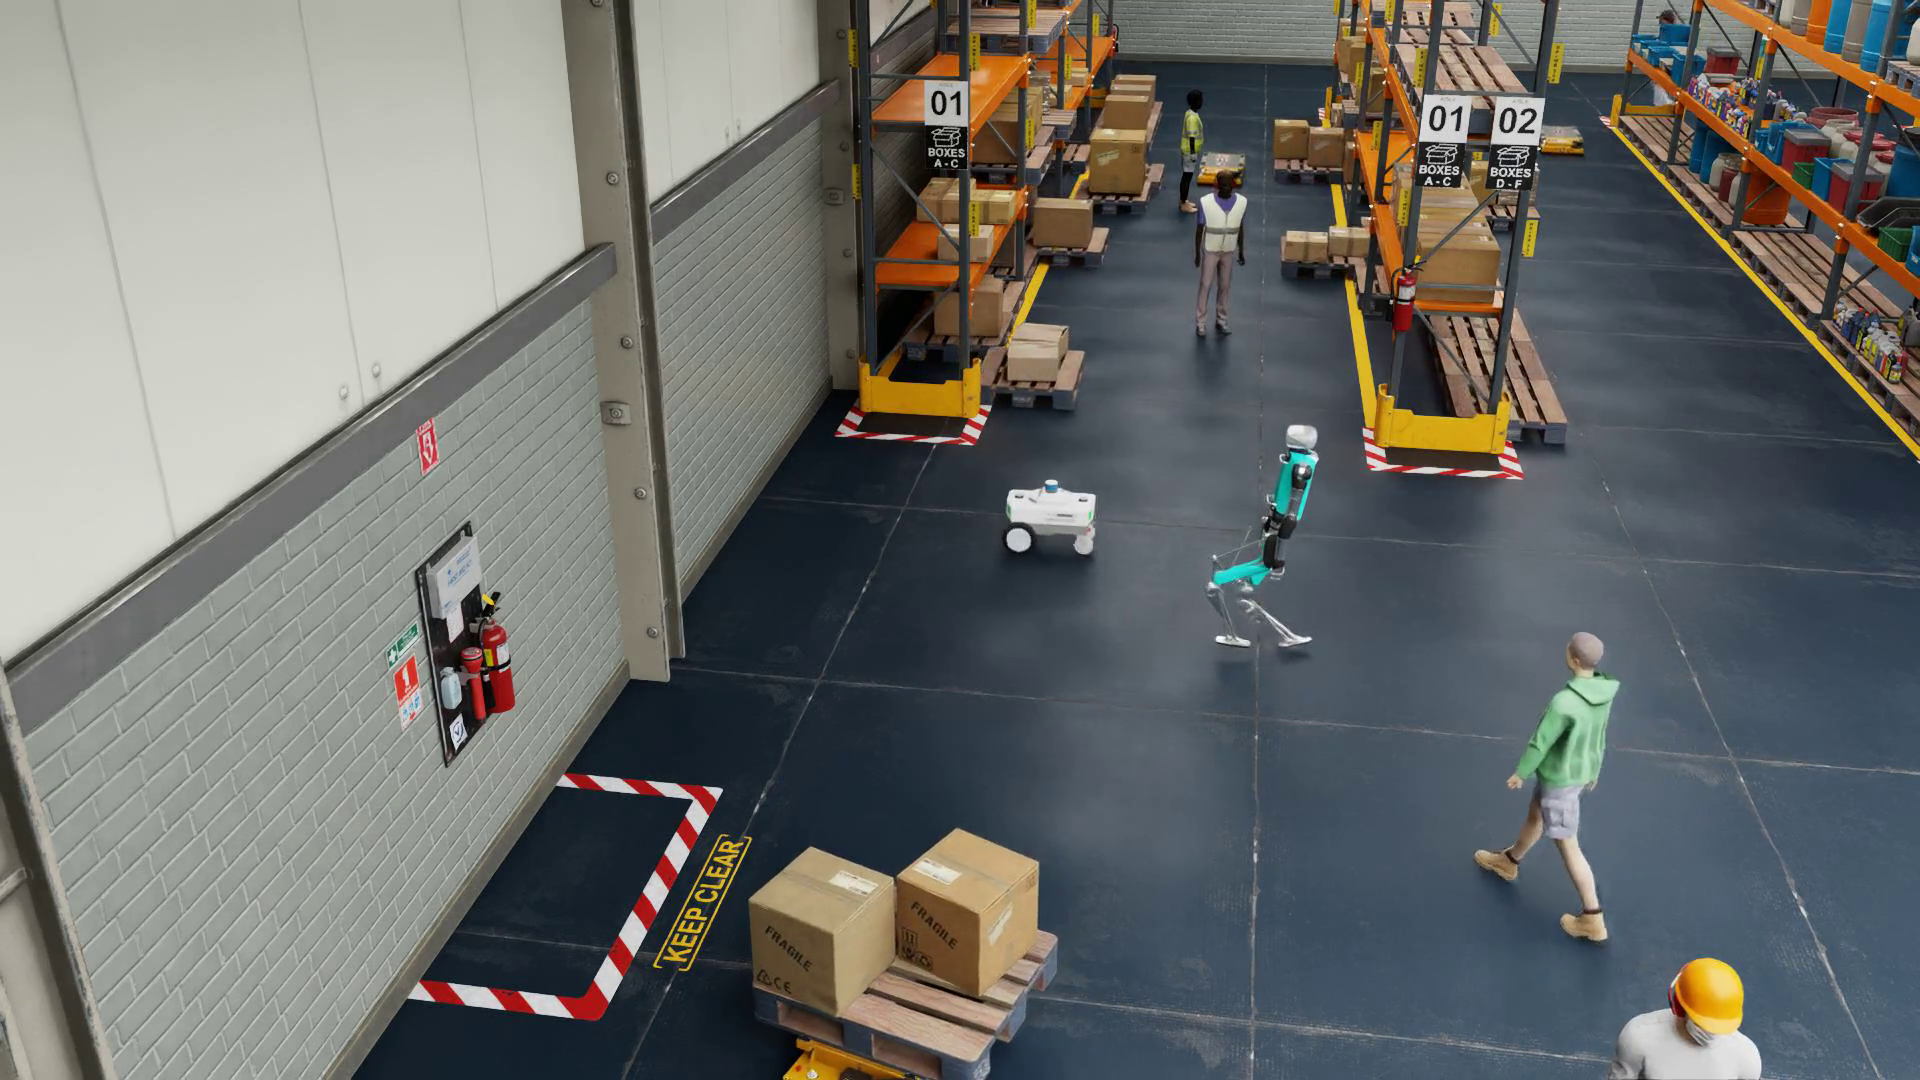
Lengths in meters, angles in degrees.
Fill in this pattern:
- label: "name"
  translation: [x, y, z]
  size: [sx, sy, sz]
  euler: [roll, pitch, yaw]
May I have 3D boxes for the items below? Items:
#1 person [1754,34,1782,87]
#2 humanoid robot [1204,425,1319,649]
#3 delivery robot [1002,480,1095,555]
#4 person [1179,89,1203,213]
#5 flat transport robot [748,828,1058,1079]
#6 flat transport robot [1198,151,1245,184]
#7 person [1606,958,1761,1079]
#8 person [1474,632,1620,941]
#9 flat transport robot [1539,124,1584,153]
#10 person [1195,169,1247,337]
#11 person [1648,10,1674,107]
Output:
- label: "person"
  translation: [15.792, -9.752, 32.461]
  size: [0.306, 1.768, 0.523]
  euler: [-19, 31, -35]
- label: "humanoid robot"
  translation: [2.049, 0.041, 11.545]
  size: [0.914, 1.758, 0.540]
  euler: [3, 25, 6]
- label: "delivery robot"
  translation: [0.721, -0.198, 13.435]
  size: [0.782, 0.587, 0.499]
  euler: [3, 25, 7]
- label: "person"
  translation: [3.253, -5.467, 23.369]
  size: [0.316, 1.695, 0.540]
  euler: [2, 25, 3]
- label: "flat transport robot"
  translation: [-0.241, 2.337, 8.356]
  size: [0.659, 0.231, 1.431]
  euler: [12, 28, 24]
- label: "flat transport robot"
  translation: [4.038, -5.729, 25.620]
  size: [0.659, 0.231, 1.431]
  euler: [5, 25, 10]
- label: "person"
  translation: [2.705, 2.368, 6.382]
  size: [0.569, 1.889, 0.389]
  euler: [7, 26, 15]
- label: "person"
  translation: [3.249, 1.274, 8.933]
  size: [0.465, 1.697, 0.909]
  euler: [-20, 31, -36]
- label: "flat transport robot"
  translation: [9.932, -6.658, 27.607]
  size: [0.659, 0.231, 1.431]
  euler: [5, 26, 11]
- label: "person"
  translation: [2.843, -3.166, 18.276]
  size: [0.570, 1.841, 0.387]
  euler: [-6, 26, -13]
- label: "person"
  translation: [12.524, -8.530, 29.752]
  size: [0.444, 1.845, 0.541]
  euler: [11, 27, 23]
